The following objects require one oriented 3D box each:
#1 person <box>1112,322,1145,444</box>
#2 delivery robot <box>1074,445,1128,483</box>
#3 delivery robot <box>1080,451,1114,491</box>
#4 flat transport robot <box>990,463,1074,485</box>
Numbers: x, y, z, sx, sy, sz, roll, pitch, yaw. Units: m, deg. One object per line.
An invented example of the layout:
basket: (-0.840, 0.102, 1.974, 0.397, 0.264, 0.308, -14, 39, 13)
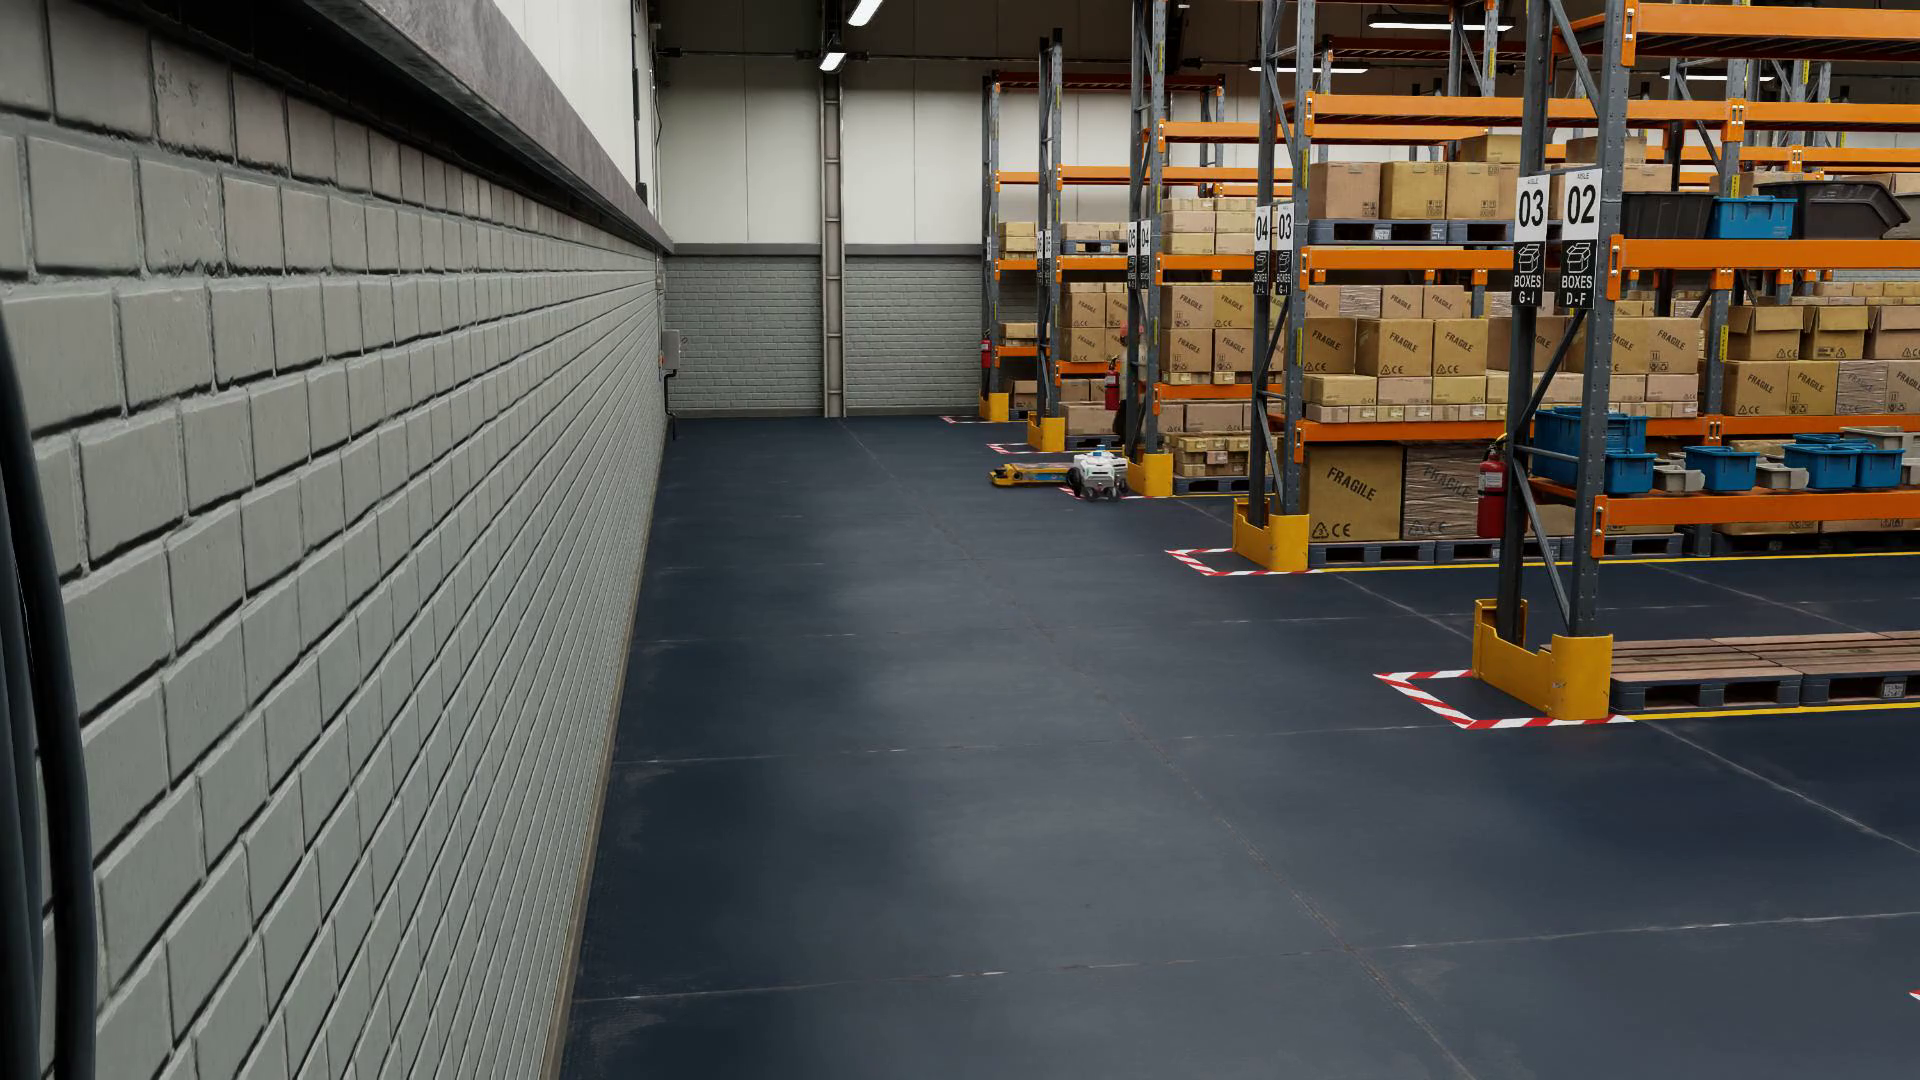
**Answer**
person: (2.247, -1.884, 21.941, 0.430, 1.975, 0.659, 4, 10, 22)
delivery robot: (1.692, -0.899, 19.976, 0.477, 0.478, 0.707, -7, 11, -35)
delivery robot: (1.590, -0.789, 19.299, 0.477, 0.478, 0.707, 0, 9, -1)
flat transport robot: (1.113, -0.831, 20.713, 1.431, 0.197, 0.652, -1, 9, -4)
